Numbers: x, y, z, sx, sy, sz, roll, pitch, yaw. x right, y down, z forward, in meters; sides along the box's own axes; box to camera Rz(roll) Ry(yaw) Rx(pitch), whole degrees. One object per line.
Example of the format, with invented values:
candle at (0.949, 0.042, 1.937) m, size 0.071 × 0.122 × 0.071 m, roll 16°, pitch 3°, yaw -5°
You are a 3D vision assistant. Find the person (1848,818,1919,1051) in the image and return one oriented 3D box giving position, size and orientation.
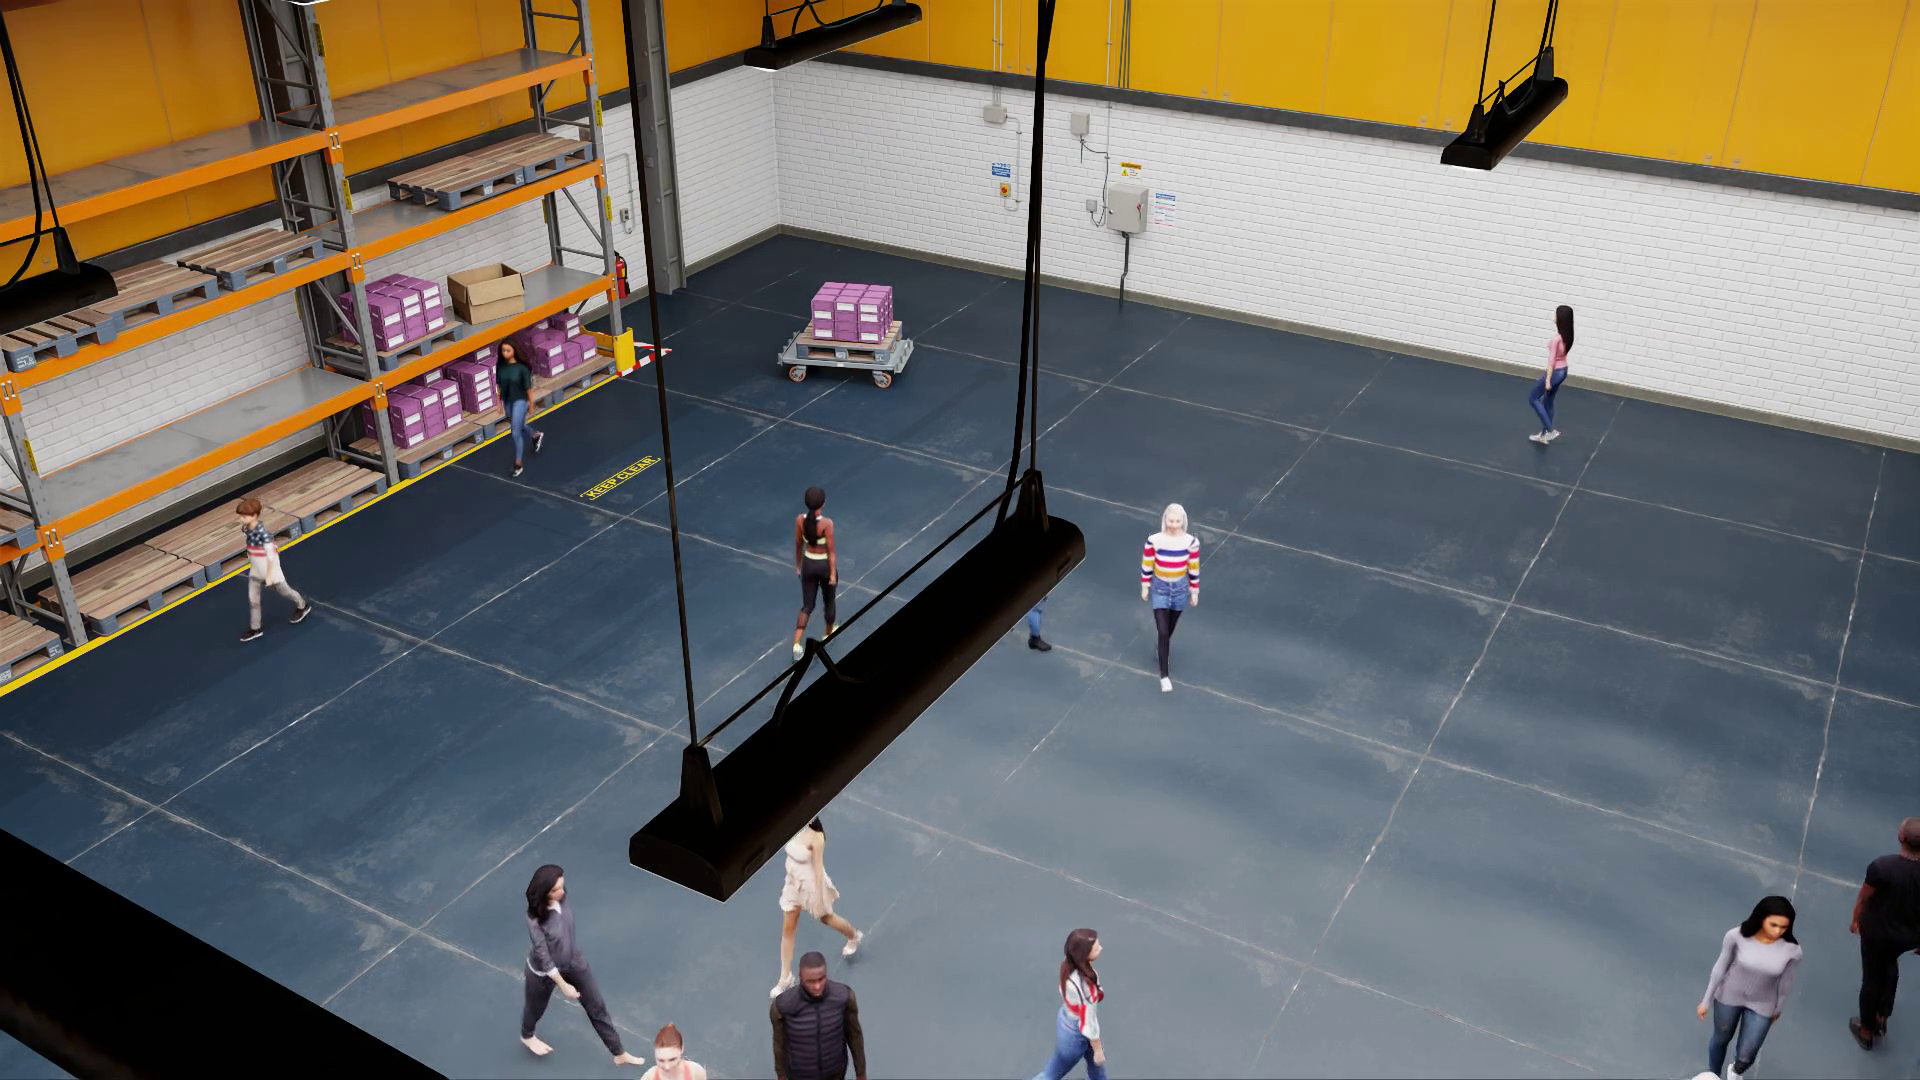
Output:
person at (6.247, 2.700, 11.116) m, size 0.783 × 1.806 × 0.794 m, roll 3°, pitch 29°, yaw 6°

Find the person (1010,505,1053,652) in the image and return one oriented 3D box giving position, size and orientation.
person at (0.625, 0.306, 15.702) m, size 0.815 × 1.617 × 0.814 m, roll 6°, pitch 29°, yaw 11°

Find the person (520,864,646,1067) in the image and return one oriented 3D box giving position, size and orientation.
person at (-2.765, 2.825, 10.990) m, size 0.703 × 1.709 × 1.138 m, roll 12°, pitch 31°, yaw 21°

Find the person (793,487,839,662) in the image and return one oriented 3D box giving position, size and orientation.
person at (-1.367, 0.340, 15.521) m, size 0.692 × 1.732 × 1.086 m, roll 10°, pitch 30°, yaw 17°

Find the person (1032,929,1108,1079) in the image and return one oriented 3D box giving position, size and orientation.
person at (0.649, 3.130, 10.572) m, size 1.073 × 1.572 × 1.107 m, roll -2°, pitch 29°, yaw -4°

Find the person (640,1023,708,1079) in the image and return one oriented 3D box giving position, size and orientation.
person at (-1.649, 3.489, 9.779) m, size 1.046 × 1.702 × 1.201 m, roll -3°, pitch 29°, yaw -6°

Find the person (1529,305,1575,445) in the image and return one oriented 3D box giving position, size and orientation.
person at (7.094, -1.924, 19.672) m, size 0.670 × 1.730 × 0.725 m, roll -25°, pitch 37°, yaw -38°

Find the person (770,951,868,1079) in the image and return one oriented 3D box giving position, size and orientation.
person at (-0.874, 3.203, 10.198) m, size 1.129 × 1.802 × 1.180 m, roll -9°, pitch 30°, yaw -16°

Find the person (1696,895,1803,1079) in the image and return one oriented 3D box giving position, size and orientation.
person at (5.098, 2.930, 10.779) m, size 0.633 × 1.725 × 0.597 m, roll 16°, pitch 33°, yaw 27°

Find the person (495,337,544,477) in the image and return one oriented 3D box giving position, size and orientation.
person at (-5.100, -1.598, 19.224) m, size 0.704 × 1.588 × 1.094 m, roll 10°, pitch 30°, yaw 18°

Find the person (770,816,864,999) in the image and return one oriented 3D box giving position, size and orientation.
person at (-0.975, 2.434, 11.725) m, size 1.124 × 1.691 × 0.807 m, roll -23°, pitch 36°, yaw -35°

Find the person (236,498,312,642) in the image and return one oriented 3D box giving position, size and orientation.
person at (-6.643, 0.243, 16.038) m, size 0.557 × 1.407 × 0.970 m, roll 14°, pitch 31°, yaw 23°

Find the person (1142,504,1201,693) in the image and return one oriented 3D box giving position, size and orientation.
person at (1.925, 0.454, 15.284) m, size 1.028 × 1.759 × 1.202 m, roll -1°, pitch 29°, yaw -2°
